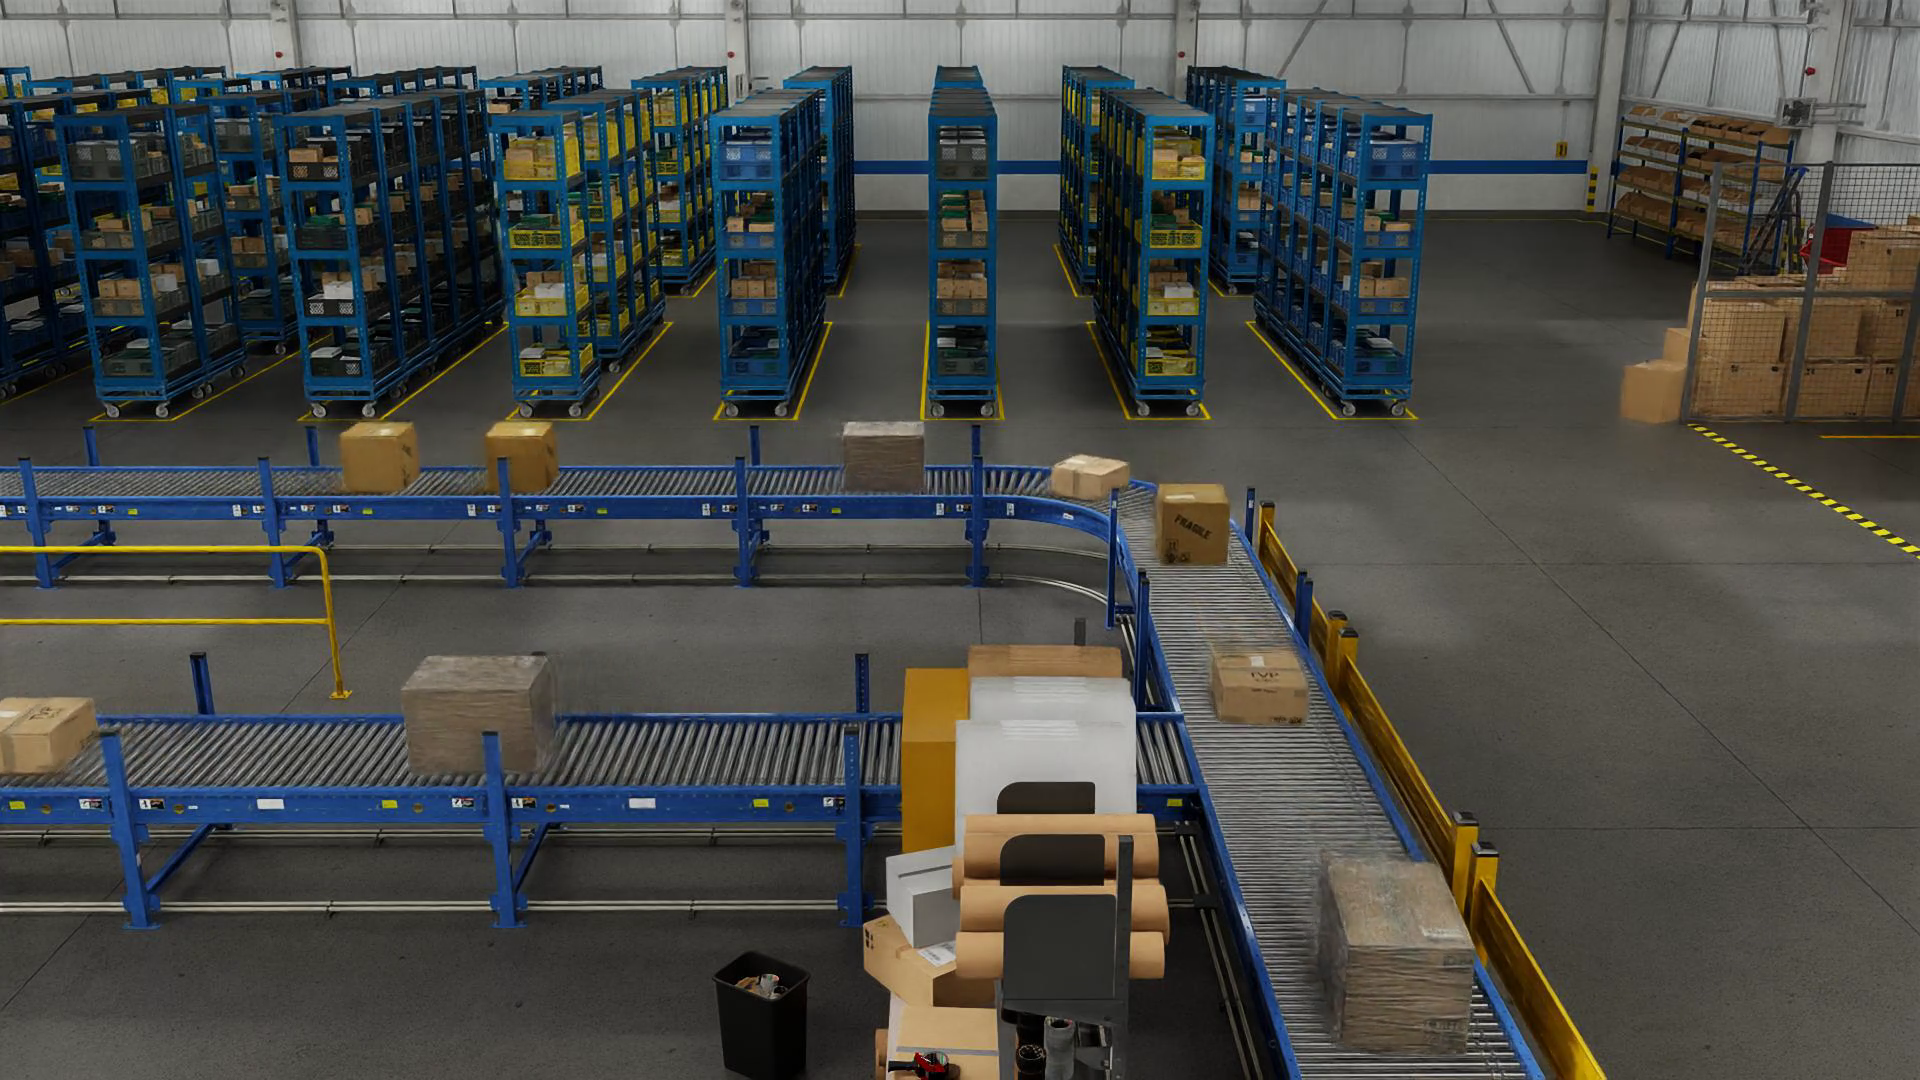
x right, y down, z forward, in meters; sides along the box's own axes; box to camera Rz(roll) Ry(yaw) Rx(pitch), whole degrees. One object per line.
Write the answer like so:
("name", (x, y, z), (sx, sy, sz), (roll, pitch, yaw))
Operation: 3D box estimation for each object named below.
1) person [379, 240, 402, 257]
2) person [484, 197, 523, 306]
("person", (-8.897, -4.492, 26.301), (0.993, 1.951, 0.608), (-4, 18, -13))
("person", (-7.425, -4.684, 27.164), (0.873, 1.792, 0.620), (4, 18, 12))
